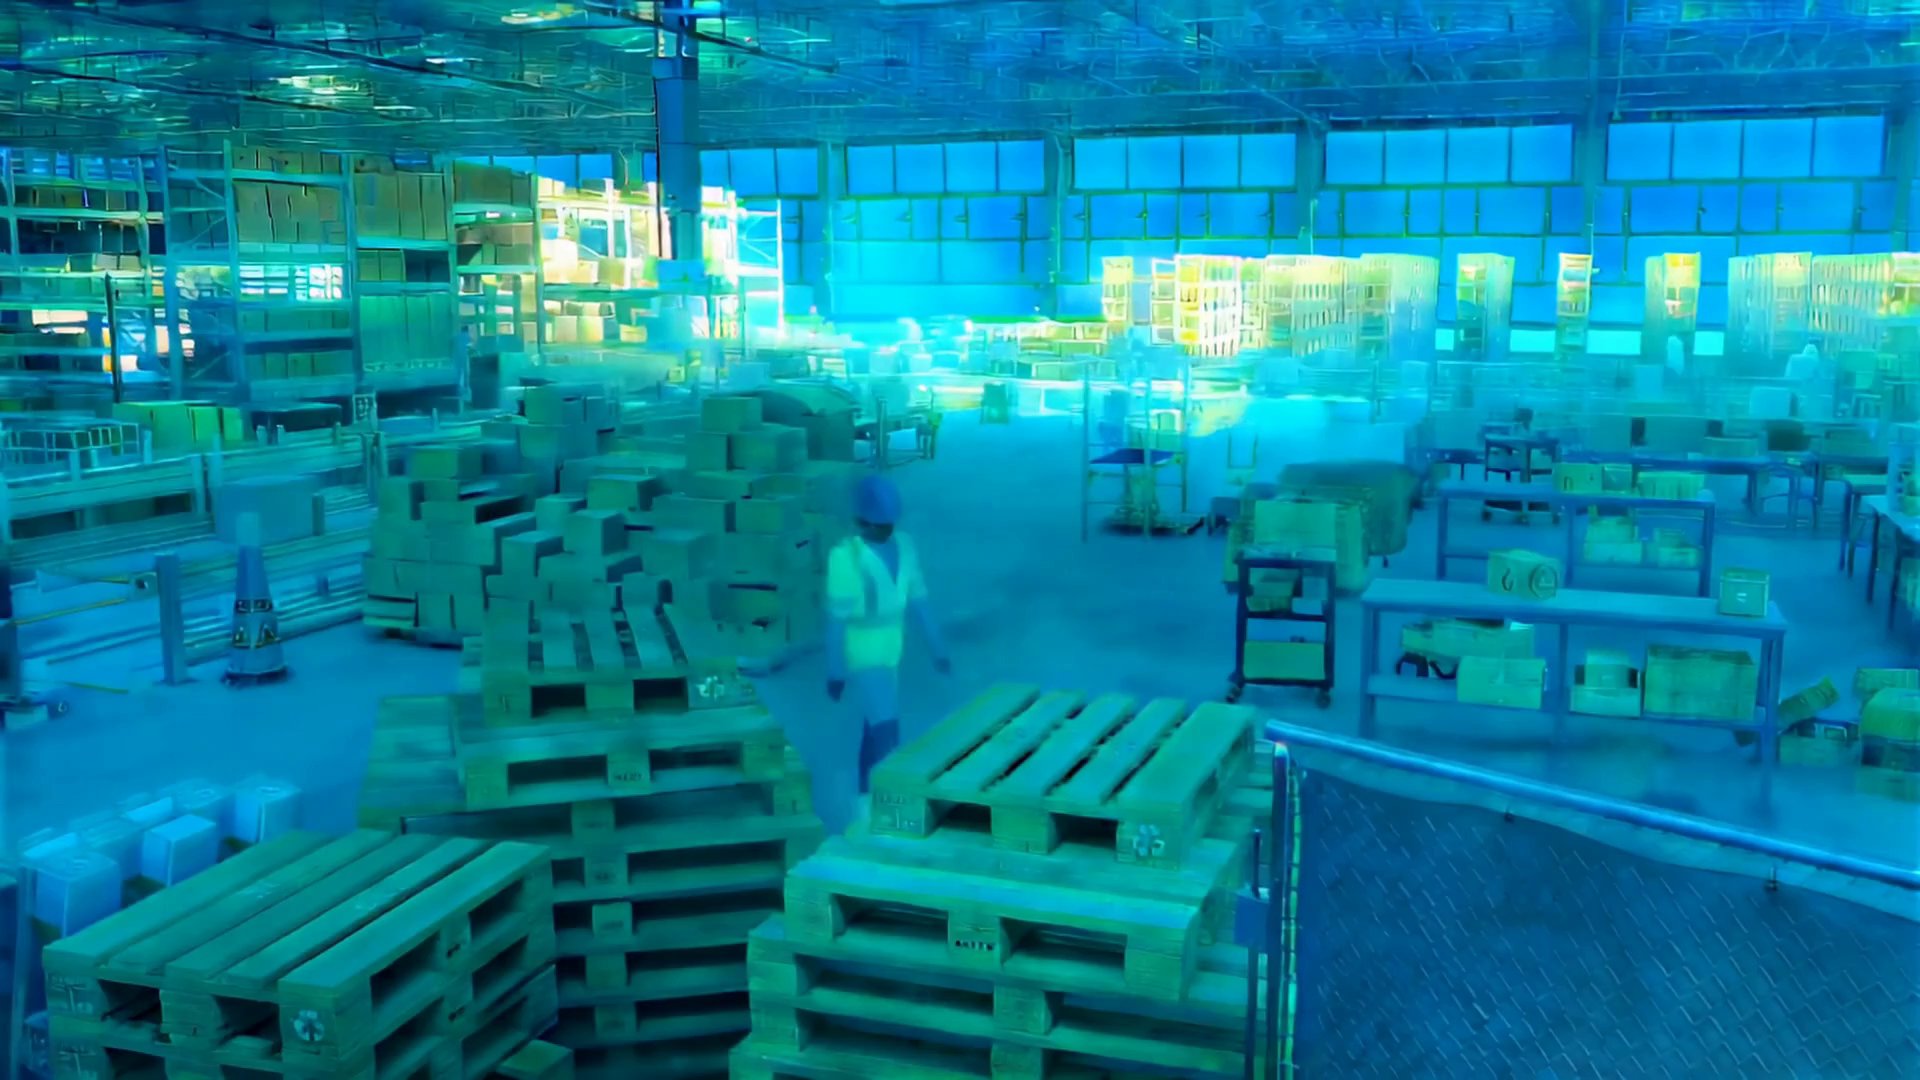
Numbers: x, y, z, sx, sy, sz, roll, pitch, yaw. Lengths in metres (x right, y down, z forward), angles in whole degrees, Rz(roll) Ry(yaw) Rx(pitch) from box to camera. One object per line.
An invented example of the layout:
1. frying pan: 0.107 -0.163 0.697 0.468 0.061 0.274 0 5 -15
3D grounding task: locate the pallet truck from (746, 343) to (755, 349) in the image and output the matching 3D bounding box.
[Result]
1. pallet truck: -6.183 -4.618 44.264 1.601 1.201 0.680 -9 12 -43

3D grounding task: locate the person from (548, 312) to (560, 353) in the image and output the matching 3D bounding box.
1. person: -14.427 -7.258 59.246 0.504 1.726 0.503 6 11 34

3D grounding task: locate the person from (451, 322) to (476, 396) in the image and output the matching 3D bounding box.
1. person: -12.063 -4.348 40.378 0.641 1.925 0.661 4 10 23

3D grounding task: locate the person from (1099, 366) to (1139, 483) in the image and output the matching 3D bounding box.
1. person: 2.343 -1.682 24.292 0.565 1.720 0.638 -2 9 -13

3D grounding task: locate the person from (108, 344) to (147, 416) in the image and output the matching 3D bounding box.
1. person: -17.480 -3.324 35.004 0.880 1.584 0.498 1 9 3

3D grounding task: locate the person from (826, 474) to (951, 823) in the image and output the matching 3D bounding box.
1. person: -0.392 0.634 8.825 0.557 2.007 0.651 5 10 30

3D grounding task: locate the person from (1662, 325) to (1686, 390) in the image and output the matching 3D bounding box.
1. person: 16.947 -4.126 39.160 0.950 1.859 0.674 5 10 29

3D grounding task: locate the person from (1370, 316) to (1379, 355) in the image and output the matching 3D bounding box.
1. person: 13.101 -6.331 52.659 0.415 1.985 0.611 3 10 19

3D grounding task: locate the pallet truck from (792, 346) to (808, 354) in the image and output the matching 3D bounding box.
1. pallet truck: -3.705 -4.298 42.022 0.653 1.274 1.630 3 10 20

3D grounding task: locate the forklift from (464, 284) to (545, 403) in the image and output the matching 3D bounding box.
1. forklift: -10.832 -4.702 39.610 1.129 2.768 1.873 3 10 20

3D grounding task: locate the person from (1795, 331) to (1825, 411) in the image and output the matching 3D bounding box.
1. person: 18.983 -3.788 37.278 0.789 1.798 0.623 4 10 25
